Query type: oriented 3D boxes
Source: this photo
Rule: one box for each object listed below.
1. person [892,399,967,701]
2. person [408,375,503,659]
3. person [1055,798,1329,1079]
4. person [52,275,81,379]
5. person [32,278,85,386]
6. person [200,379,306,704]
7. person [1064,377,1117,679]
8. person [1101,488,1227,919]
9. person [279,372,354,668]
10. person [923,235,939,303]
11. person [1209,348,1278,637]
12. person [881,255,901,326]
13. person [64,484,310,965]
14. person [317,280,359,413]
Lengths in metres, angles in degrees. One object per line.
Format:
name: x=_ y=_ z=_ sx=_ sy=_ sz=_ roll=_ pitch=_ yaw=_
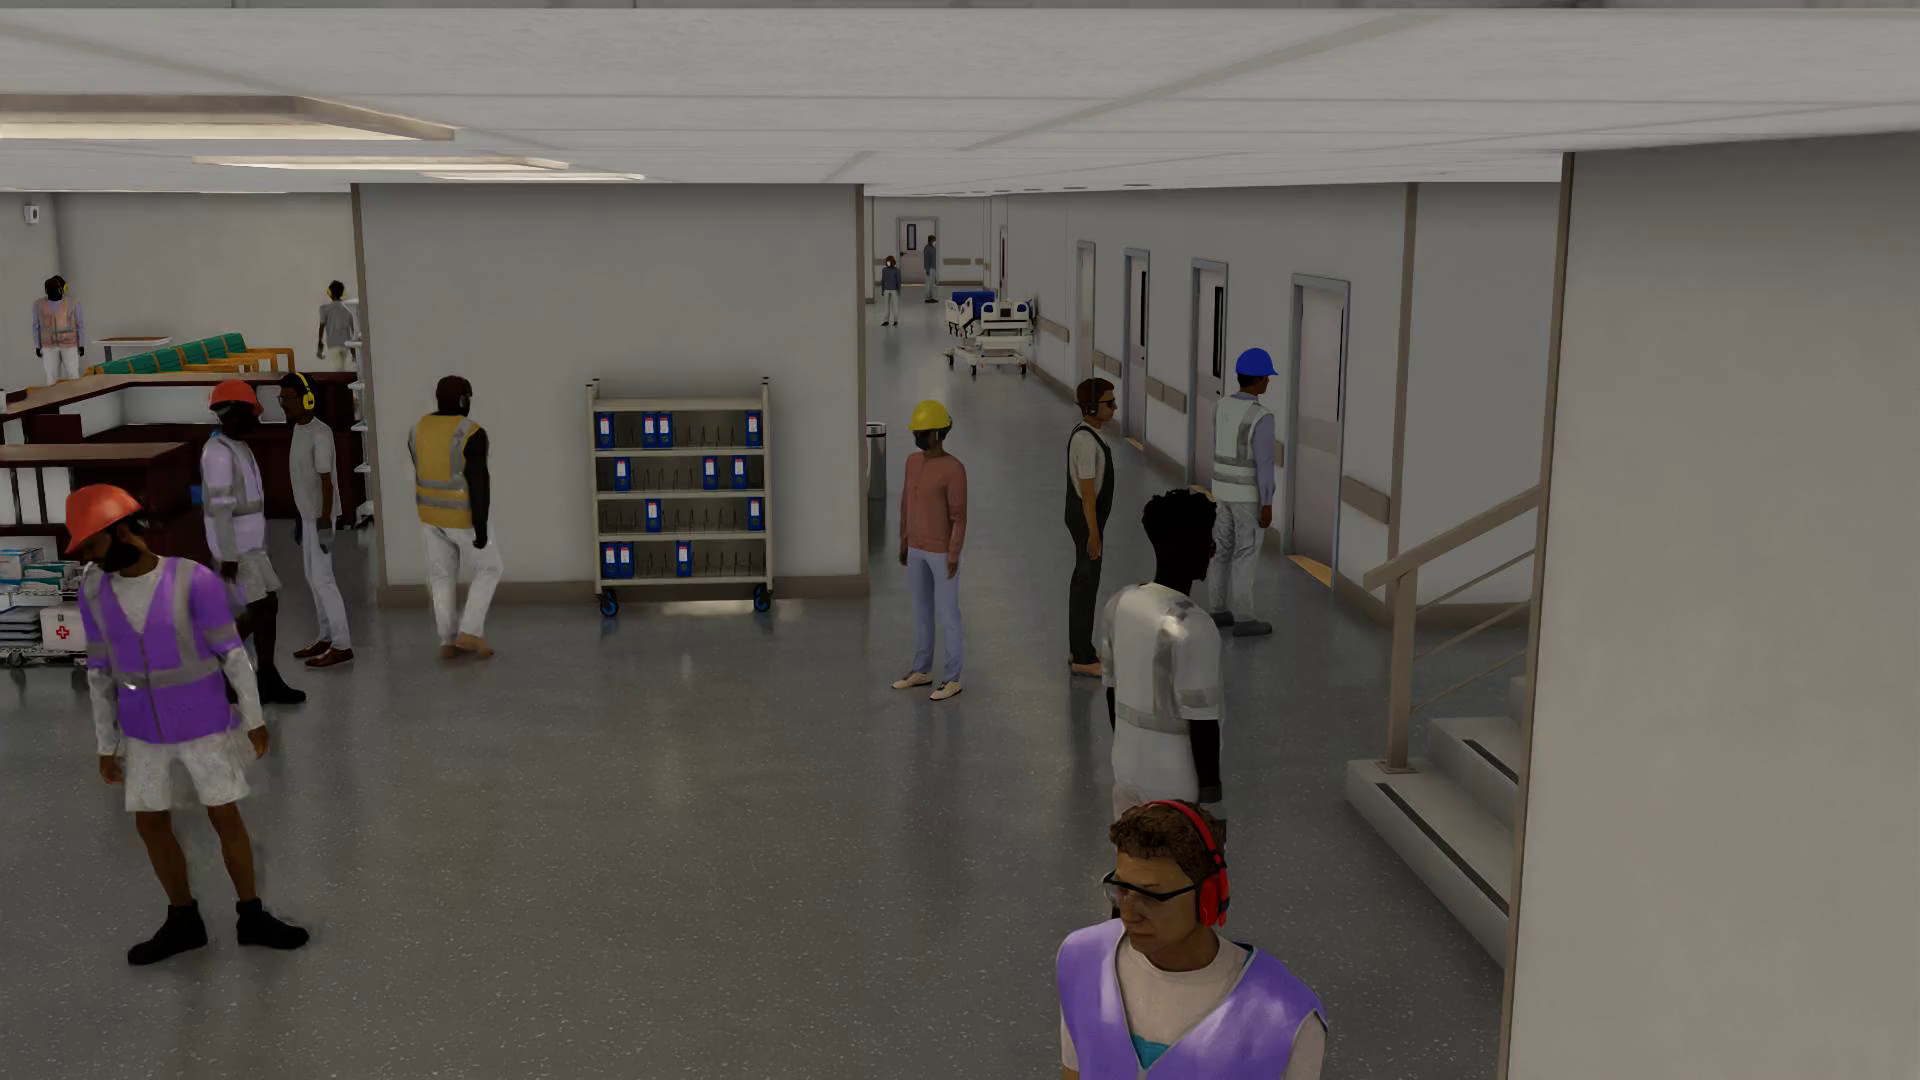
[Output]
person: x=-0.172 y=0.054 z=9.777 sx=0.308 sy=1.769 sz=0.525 roll=-11 pitch=16 yaw=-42
person: x=-3.204 y=-0.133 z=10.565 sx=0.635 sy=1.815 sz=0.432 roll=5 pitch=13 yaw=23
person: x=0.424 y=1.366 z=3.203 sx=0.568 sy=1.839 sz=0.387 roll=9 pitch=15 yaw=39
person: x=-12.669 y=-2.792 z=23.467 sx=0.515 sy=1.860 sz=0.349 roll=-6 pitch=13 yaw=-26
person: x=-12.443 y=-2.686 z=22.978 sx=0.633 sy=1.841 sz=0.429 roll=-4 pitch=12 yaw=-19
person: x=-4.107 y=0.031 z=9.578 sx=0.510 sy=1.889 sz=0.578 roll=-1 pitch=12 yaw=-4
person: x=0.814 y=-0.081 z=10.231 sx=0.346 sy=1.846 sz=0.506 roll=0 pitch=12 yaw=2
person: x=0.710 y=0.794 z=5.663 sx=0.368 sy=1.967 sz=0.600 roll=-6 pitch=13 yaw=-25
person: x=-4.057 y=-0.128 z=10.447 sx=0.317 sy=1.860 sz=0.524 roll=-8 pitch=14 yaw=-35
person: x=-0.841 y=-7.694 z=47.258 sx=0.386 sy=1.927 sz=0.636 roll=4 pitch=12 yaw=17
person: x=1.906 y=-0.313 z=11.154 sx=0.408 sy=1.943 sz=0.612 roll=-6 pitch=13 yaw=-26
person: x=-1.606 y=-5.796 z=38.684 sx=0.499 sy=1.634 sz=0.285 roll=6 pitch=13 yaw=25
person: x=-2.904 y=0.713 z=6.283 sx=0.733 sy=1.892 sz=0.399 roll=0 pitch=12 yaw=-2
person: x=-8.554 y=-2.670 z=22.967 sx=0.958 sy=1.822 sz=0.511 roll=11 pitch=16 yaw=42
